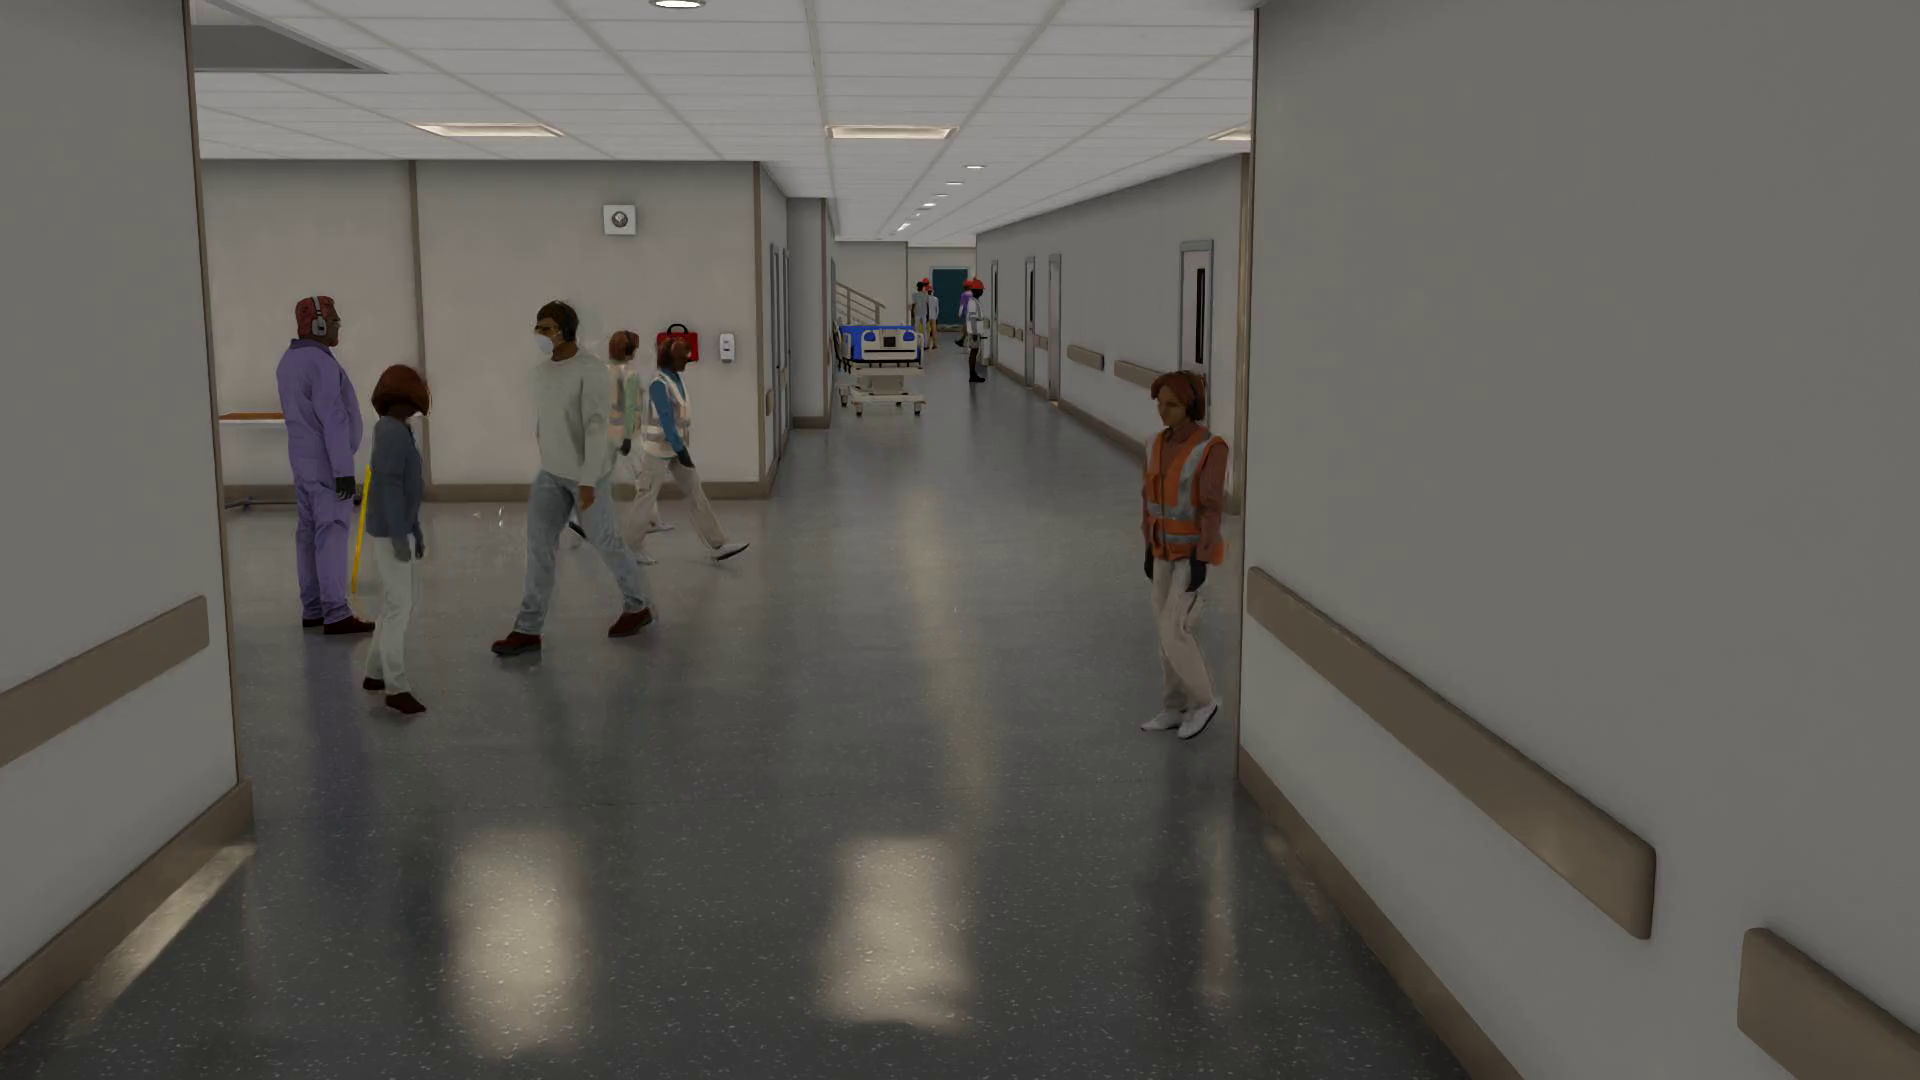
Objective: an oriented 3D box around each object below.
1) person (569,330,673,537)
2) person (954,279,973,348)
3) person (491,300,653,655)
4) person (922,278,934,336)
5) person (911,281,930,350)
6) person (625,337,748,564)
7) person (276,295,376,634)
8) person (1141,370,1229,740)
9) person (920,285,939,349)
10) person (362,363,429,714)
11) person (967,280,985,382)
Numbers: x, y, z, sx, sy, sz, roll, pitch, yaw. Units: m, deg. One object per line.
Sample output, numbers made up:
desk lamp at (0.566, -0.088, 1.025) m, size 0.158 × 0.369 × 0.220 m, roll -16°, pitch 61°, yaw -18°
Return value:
person at (-2.663, -0.818, 12.871) m, size 0.510 × 1.603 × 0.838 m, roll 9°, pitch 13°, yaw 44°
person at (0.146, -6.290, 46.300) m, size 0.947 × 1.892 × 0.574 m, roll 8°, pitch 12°, yaw 40°
person at (-2.096, -0.351, 9.056) m, size 0.644 × 1.897 × 1.012 m, roll 6°, pitch 11°, yaw 34°
person at (-1.110, -7.682, 54.910) m, size 0.545 × 1.939 × 0.373 m, roll -8°, pitch 12°, yaw -42°
person at (-1.066, -6.015, 44.693) m, size 0.512 × 1.865 × 0.324 m, roll -3°, pitch 10°, yaw -18°
person at (-1.970, -0.605, 11.566) m, size 0.886 × 1.588 × 0.495 m, roll 2°, pitch 9°, yaw 15°
person at (-3.588, -0.422, 9.430) m, size 0.410 × 1.909 × 0.643 m, roll -8°, pitch 12°, yaw -42°
person at (0.950, 0.082, 7.163) m, size 0.433 × 1.619 × 0.537 m, roll -5°, pitch 11°, yaw -31°
person at (-0.848, -6.088, 45.481) m, size 0.573 × 1.749 × 0.343 m, roll -7°, pitch 11°, yaw -36°
person at (-2.649, -0.010, 7.778) m, size 0.365 × 1.614 × 0.594 m, roll -2°, pitch 9°, yaw -14°
person at (0.314, -3.965, 31.579) m, size 0.356 × 1.938 × 0.543 m, roll 1°, pitch 9°, yaw 6°
